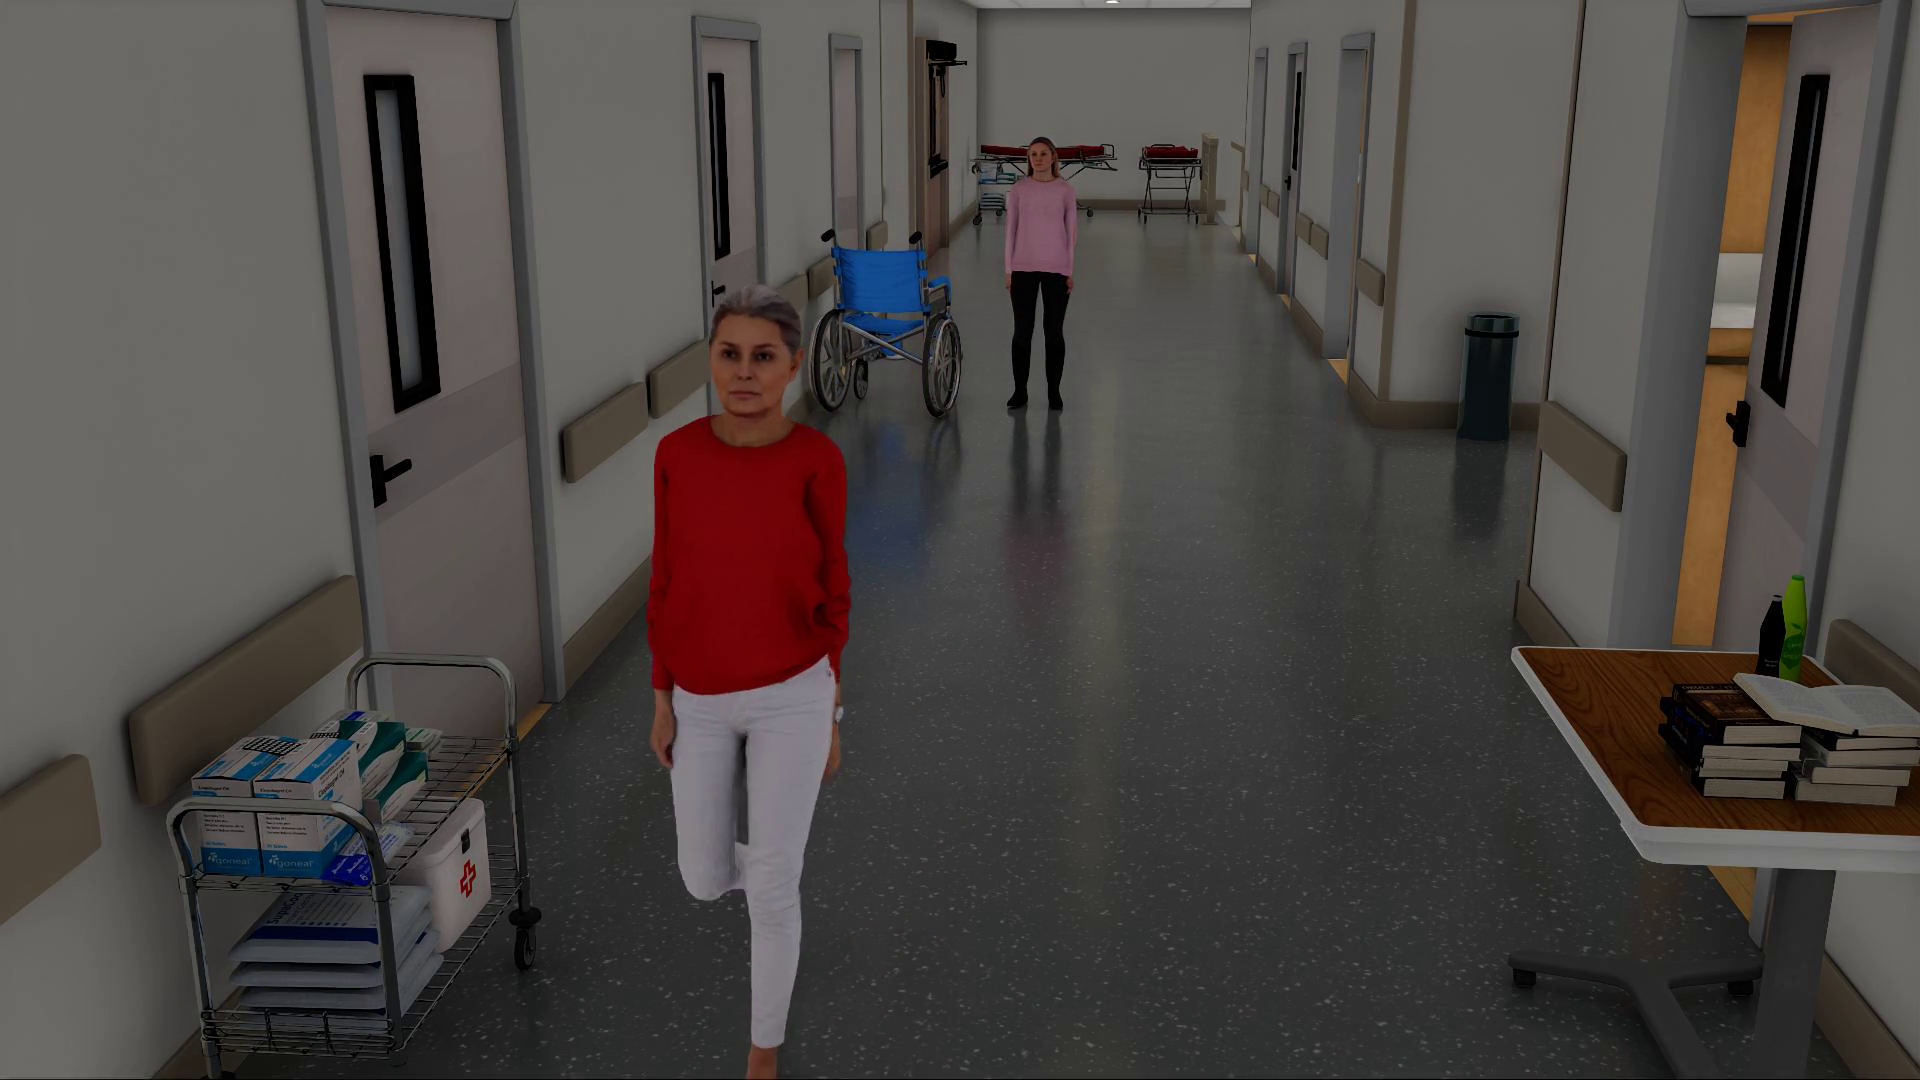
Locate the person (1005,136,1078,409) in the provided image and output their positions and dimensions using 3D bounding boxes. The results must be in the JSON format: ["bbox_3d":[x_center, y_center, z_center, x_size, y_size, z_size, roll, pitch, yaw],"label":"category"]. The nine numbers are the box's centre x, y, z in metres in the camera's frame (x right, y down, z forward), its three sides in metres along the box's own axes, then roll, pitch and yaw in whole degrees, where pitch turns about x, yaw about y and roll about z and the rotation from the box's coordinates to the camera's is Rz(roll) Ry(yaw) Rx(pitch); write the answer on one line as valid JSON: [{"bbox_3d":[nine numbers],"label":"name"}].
[{"bbox_3d":[0.512,-1.684,10.489,0.595,1.688,0.526,2,16,6],"label":"person"}]

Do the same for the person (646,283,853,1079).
[{"bbox_3d":[-0.413,0.327,3.374,0.557,1.677,0.896,2,16,6],"label":"person"}]
